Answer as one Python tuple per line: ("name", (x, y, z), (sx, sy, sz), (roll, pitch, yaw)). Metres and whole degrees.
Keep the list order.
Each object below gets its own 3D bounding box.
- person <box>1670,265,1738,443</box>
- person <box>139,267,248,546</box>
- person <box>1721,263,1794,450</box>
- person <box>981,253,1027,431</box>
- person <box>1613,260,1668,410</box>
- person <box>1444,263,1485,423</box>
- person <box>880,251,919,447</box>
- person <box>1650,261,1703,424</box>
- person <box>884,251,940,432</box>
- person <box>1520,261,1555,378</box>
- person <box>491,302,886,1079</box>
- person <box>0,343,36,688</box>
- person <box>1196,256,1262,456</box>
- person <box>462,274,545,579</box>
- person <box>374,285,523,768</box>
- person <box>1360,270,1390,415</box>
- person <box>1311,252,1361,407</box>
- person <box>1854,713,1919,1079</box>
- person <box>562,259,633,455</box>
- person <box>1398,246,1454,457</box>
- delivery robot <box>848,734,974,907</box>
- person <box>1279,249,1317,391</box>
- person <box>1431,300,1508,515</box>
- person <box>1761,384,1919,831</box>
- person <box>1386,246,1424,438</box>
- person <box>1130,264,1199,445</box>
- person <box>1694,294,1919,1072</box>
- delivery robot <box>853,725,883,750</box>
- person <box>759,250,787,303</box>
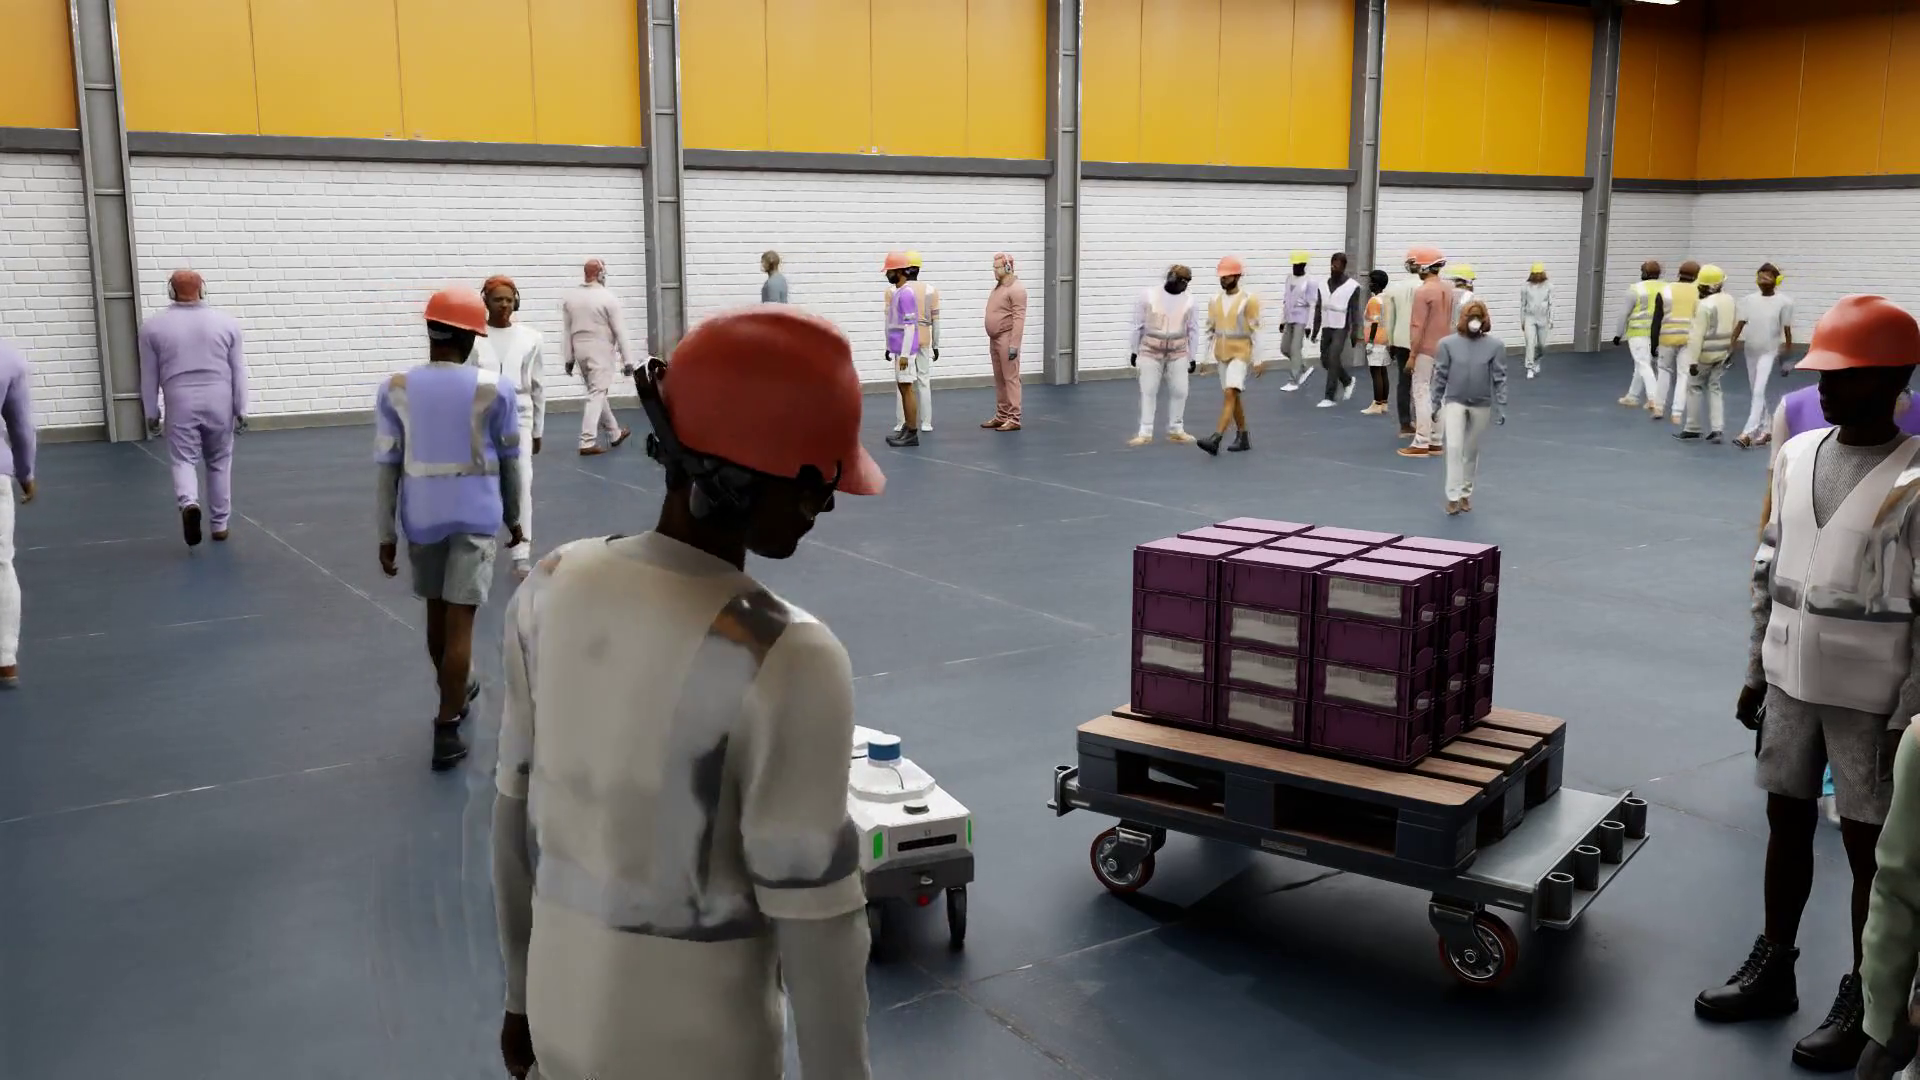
("person", (7.561, -1.870, 16.822), (0.702, 1.788, 0.590), (-6, 12, -30))
("person", (-5.123, -0.884, 11.173), (0.657, 1.886, 0.740), (-5, 11, -25))
("person", (7.869, -1.810, 16.414), (0.954, 1.816, 0.523), (-7, 13, -35))
("person", (0.466, -2.126, 17.899), (0.408, 1.907, 0.638), (-4, 11, -22))
("person", (8.319, -2.483, 20.164), (0.626, 1.801, 0.941), (-3, 11, -16))
("person", (5.487, -2.154, 18.378), (0.910, 1.795, 0.596), (-3, 11, -18))
("person", (-0.597, -1.894, 16.546), (0.376, 1.933, 0.551), (-1, 10, -7))
("person", (8.111, -2.224, 18.731), (0.639, 1.797, 0.861), (4, 11, 21))
("person", (-0.512, -2.098, 17.683), (0.594, 1.925, 0.369), (-2, 10, -8))
("person", (8.546, -3.271, 24.679), (0.491, 1.721, 0.576), (2, 11, 11))
("person", (-0.418, 0.686, 2.262), (0.683, 1.994, 0.530), (8, 13, 37))
("person", (-4.707, -0.284, 7.853), (0.655, 1.884, 1.011), (-8, 13, -39))
("person", (2.526, -1.746, 15.863), (0.992, 1.883, 0.579), (-10, 14, -43))
("person", (-2.860, -0.722, 10.339), (0.575, 1.856, 0.812), (-4, 11, -22))
("person", (-2.056, -0.088, 6.796), (0.555, 1.871, 1.014), (-1, 10, -4))
("person", (4.880, -2.306, 19.459), (0.317, 1.695, 0.540), (7, 12, 32))
("person", (4.677, -2.595, 20.507), (0.770, 1.899, 0.593), (-8, 13, -39))
("person", (1.641, 0.811, 2.523), (0.513, 1.642, 0.311), (5, 11, 24))
("person", (-3.447, -1.776, 16.118), (0.659, 1.856, 0.954), (6, 12, 31))
("person", (4.425, -1.780, 15.761), (0.387, 1.992, 0.622), (10, 14, 43))
("delivery robot", (-0.229, 0.840, 5.087), (0.477, 0.478, 0.707), (-4, 11, -23))
("person", (4.592, -2.985, 22.578), (0.614, 1.912, 0.641), (-5, 11, -26))
("person", (3.801, -0.973, 12.382), (0.527, 1.597, 0.777), (2, 10, 9))
("person", (3.161, 0.090, 5.934), (0.584, 1.834, 0.502), (3, 11, 18))
("person", (4.735, -2.049, 17.247), (0.653, 1.980, 0.522), (9, 13, 40))
("person", (2.031, -1.839, 16.625), (0.705, 1.809, 0.432), (0, 10, -3))
("person", (2.203, 0.358, 4.193), (0.354, 1.939, 0.544), (-5, 11, -24))
("delivery robot", (-0.602, 0.725, 5.717), (0.707, 0.478, 0.477), (8, 13, 39))
("person", (-2.277, -2.606, 20.487), (0.752, 1.921, 0.647), (0, 10, 0))
